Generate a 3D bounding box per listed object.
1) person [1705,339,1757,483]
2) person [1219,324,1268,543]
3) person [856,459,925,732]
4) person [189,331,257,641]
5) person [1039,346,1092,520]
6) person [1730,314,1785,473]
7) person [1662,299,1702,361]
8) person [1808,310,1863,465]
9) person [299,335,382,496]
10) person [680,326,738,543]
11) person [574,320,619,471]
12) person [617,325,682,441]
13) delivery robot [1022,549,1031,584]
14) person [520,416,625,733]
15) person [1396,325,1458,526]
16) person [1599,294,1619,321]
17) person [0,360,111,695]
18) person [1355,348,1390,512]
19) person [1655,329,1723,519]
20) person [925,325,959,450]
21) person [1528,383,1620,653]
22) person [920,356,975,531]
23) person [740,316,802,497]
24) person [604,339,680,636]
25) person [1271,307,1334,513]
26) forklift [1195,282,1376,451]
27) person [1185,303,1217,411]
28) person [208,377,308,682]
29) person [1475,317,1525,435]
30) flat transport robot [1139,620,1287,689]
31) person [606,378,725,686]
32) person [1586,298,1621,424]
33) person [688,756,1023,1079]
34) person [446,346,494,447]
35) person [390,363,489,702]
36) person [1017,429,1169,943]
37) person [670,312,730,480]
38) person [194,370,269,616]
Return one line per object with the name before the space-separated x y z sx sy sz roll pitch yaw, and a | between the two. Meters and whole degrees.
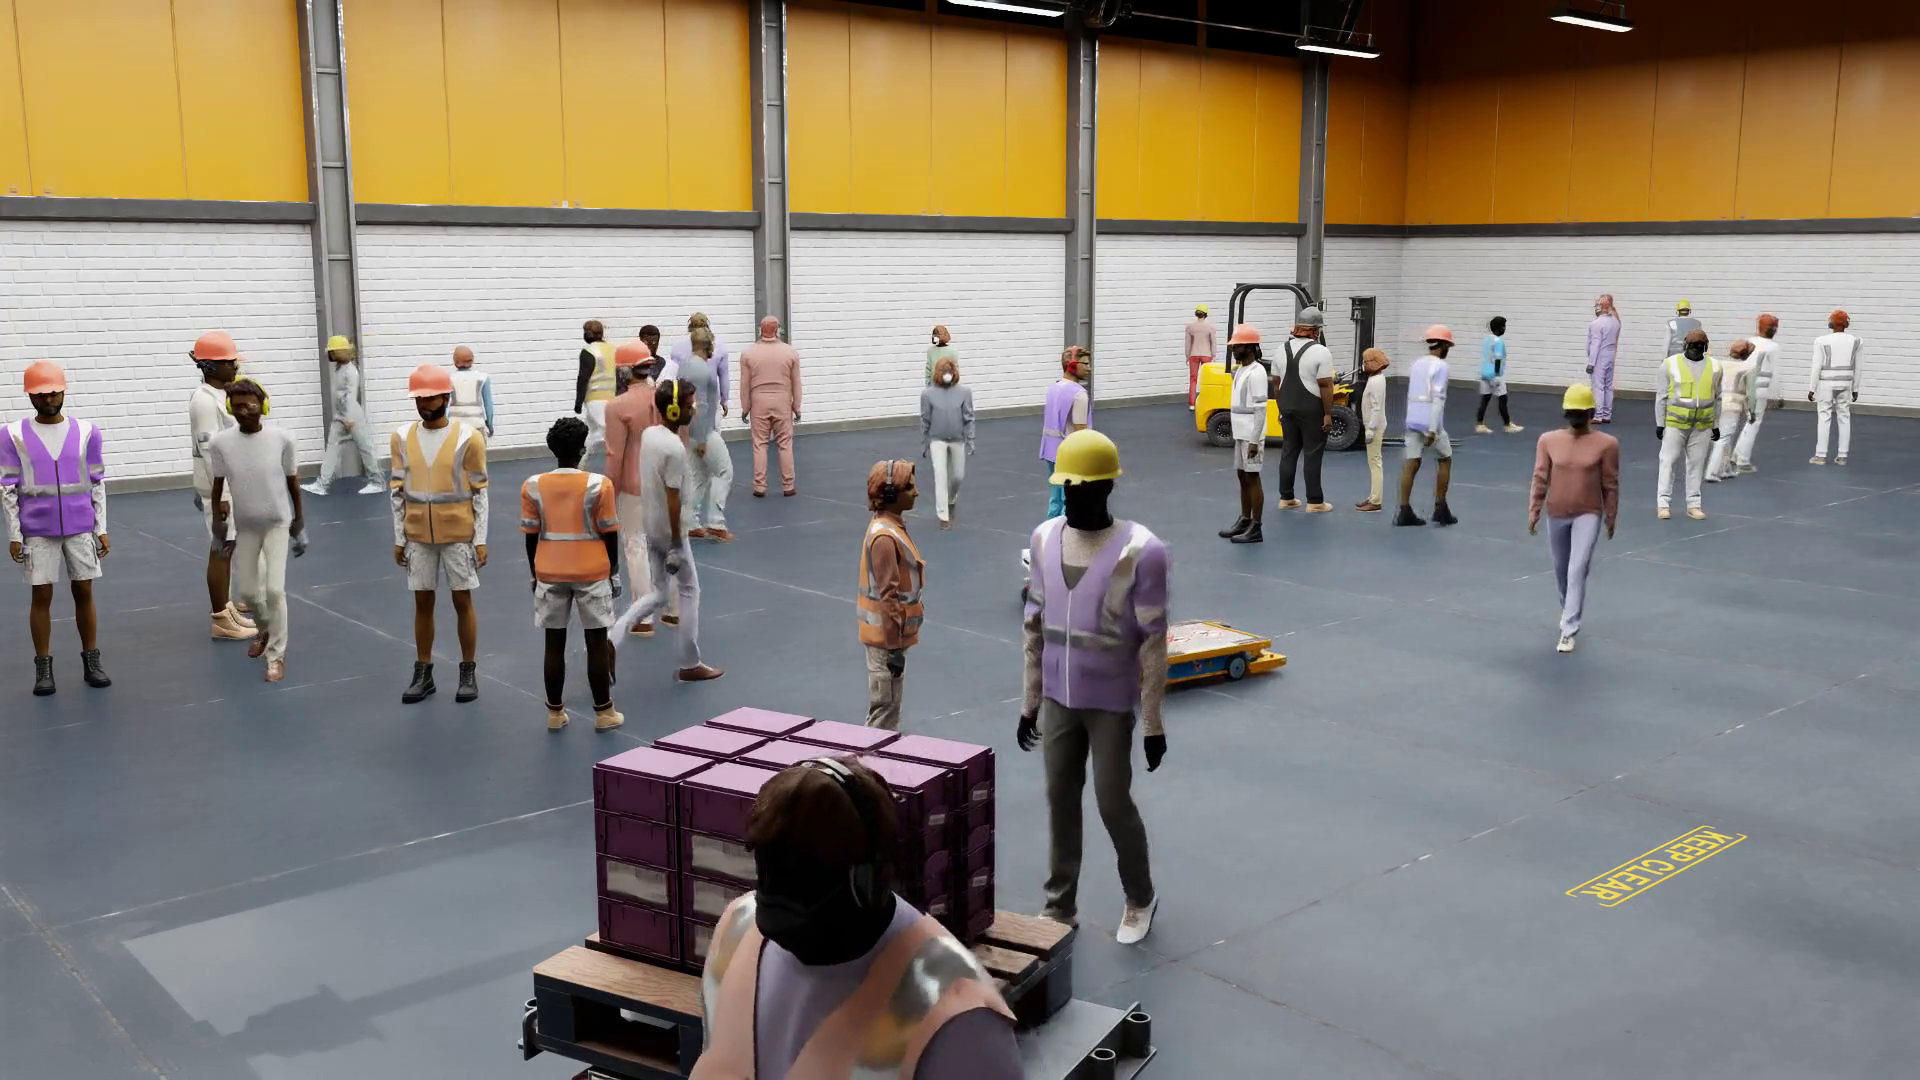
person | 8.636 -1.439 18.632 0.770 1.603 0.534 -5 11 -26
person | 2.524 -0.937 14.723 0.377 1.938 0.547 -1 10 -8
person | -0.308 0.454 7.451 0.309 1.641 0.513 0 10 -3
person | -4.859 -0.354 11.005 0.374 2.044 0.607 -3 10 -17
person | 0.832 -0.590 12.974 0.394 1.841 0.564 -4 11 -23
person | 9.321 -1.702 19.442 0.482 1.858 0.580 -3 10 -16
person | 11.808 -3.021 27.242 0.601 1.827 0.404 1 10 8
person | 10.629 -1.847 20.215 0.578 1.881 0.346 1 10 6
person | -6.528 -1.301 17.533 0.505 1.689 0.895 9 13 42
person | -2.212 -0.928 14.722 0.557 1.919 0.649 -3 10 -19
person | -4.270 -1.658 19.386 0.949 1.792 0.644 3 10 16
person | -2.837 -1.008 15.201 0.594 1.915 0.373 -6 12 -33
delivery robot | 0.814 0.174 11.993 0.707 0.478 0.477 -2 10 -12
person | -2.049 0.193 8.828 0.529 1.692 0.321 1 10 5
person | 4.389 -1.082 15.728 0.766 1.876 0.544 -5 11 -28
person | 10.902 -3.213 28.167 0.404 1.905 0.675 7 12 34
person | -5.246 -0.075 9.682 0.545 1.938 0.361 -7 12 -36
person | 4.101 -1.094 16.537 0.285 1.632 0.498 3 10 15
person | 7.026 -1.109 16.038 0.621 1.837 0.429 1 10 5
person | -0.246 -2.003 21.856 0.507 1.632 0.264 7 12 34
person | 4.050 -0.185 10.953 0.526 1.725 0.896 6 12 33
person | -0.125 -0.924 15.624 0.514 1.616 0.709 -2 10 -10
person | -1.990 -1.401 17.537 0.651 1.906 0.403 -1 10 -8
person | -2.121 -0.346 11.159 0.387 1.986 0.674 8 12 38
person | 3.468 -1.303 16.566 0.537 2.000 0.689 -8 13 -39
forklift | 4.328 -2.346 22.227 2.313 2.155 1.214 3 10 16
person | 3.947 -2.991 27.254 0.523 1.769 0.317 3 10 20
person | -4.249 -0.091 10.120 0.535 1.835 0.702 -2 10 -12
person | 7.672 -2.326 23.585 0.686 1.672 0.553 -1 10 -5
flat transport robot | 1.218 0.700 10.016 1.431 0.197 0.652 -6 11 -33
person | -1.765 -0.027 9.705 0.753 1.838 0.536 -8 12 -38
person | 9.665 -2.695 25.132 0.643 1.902 0.400 -8 12 -38
person | -0.209 1.212 2.582 0.654 1.787 0.977 8 13 39
person | -5.067 -1.178 17.062 0.541 1.606 0.758 -3 10 -18
person | -2.953 -0.034 9.438 0.545 1.939 0.374 0 10 1
person | 0.487 0.554 6.084 0.621 1.935 0.446 8 13 40
person | -2.788 -1.477 17.885 0.630 1.940 0.372 -3 10 -17
person | -5.154 -0.372 11.740 0.553 1.849 0.420 1 10 5
